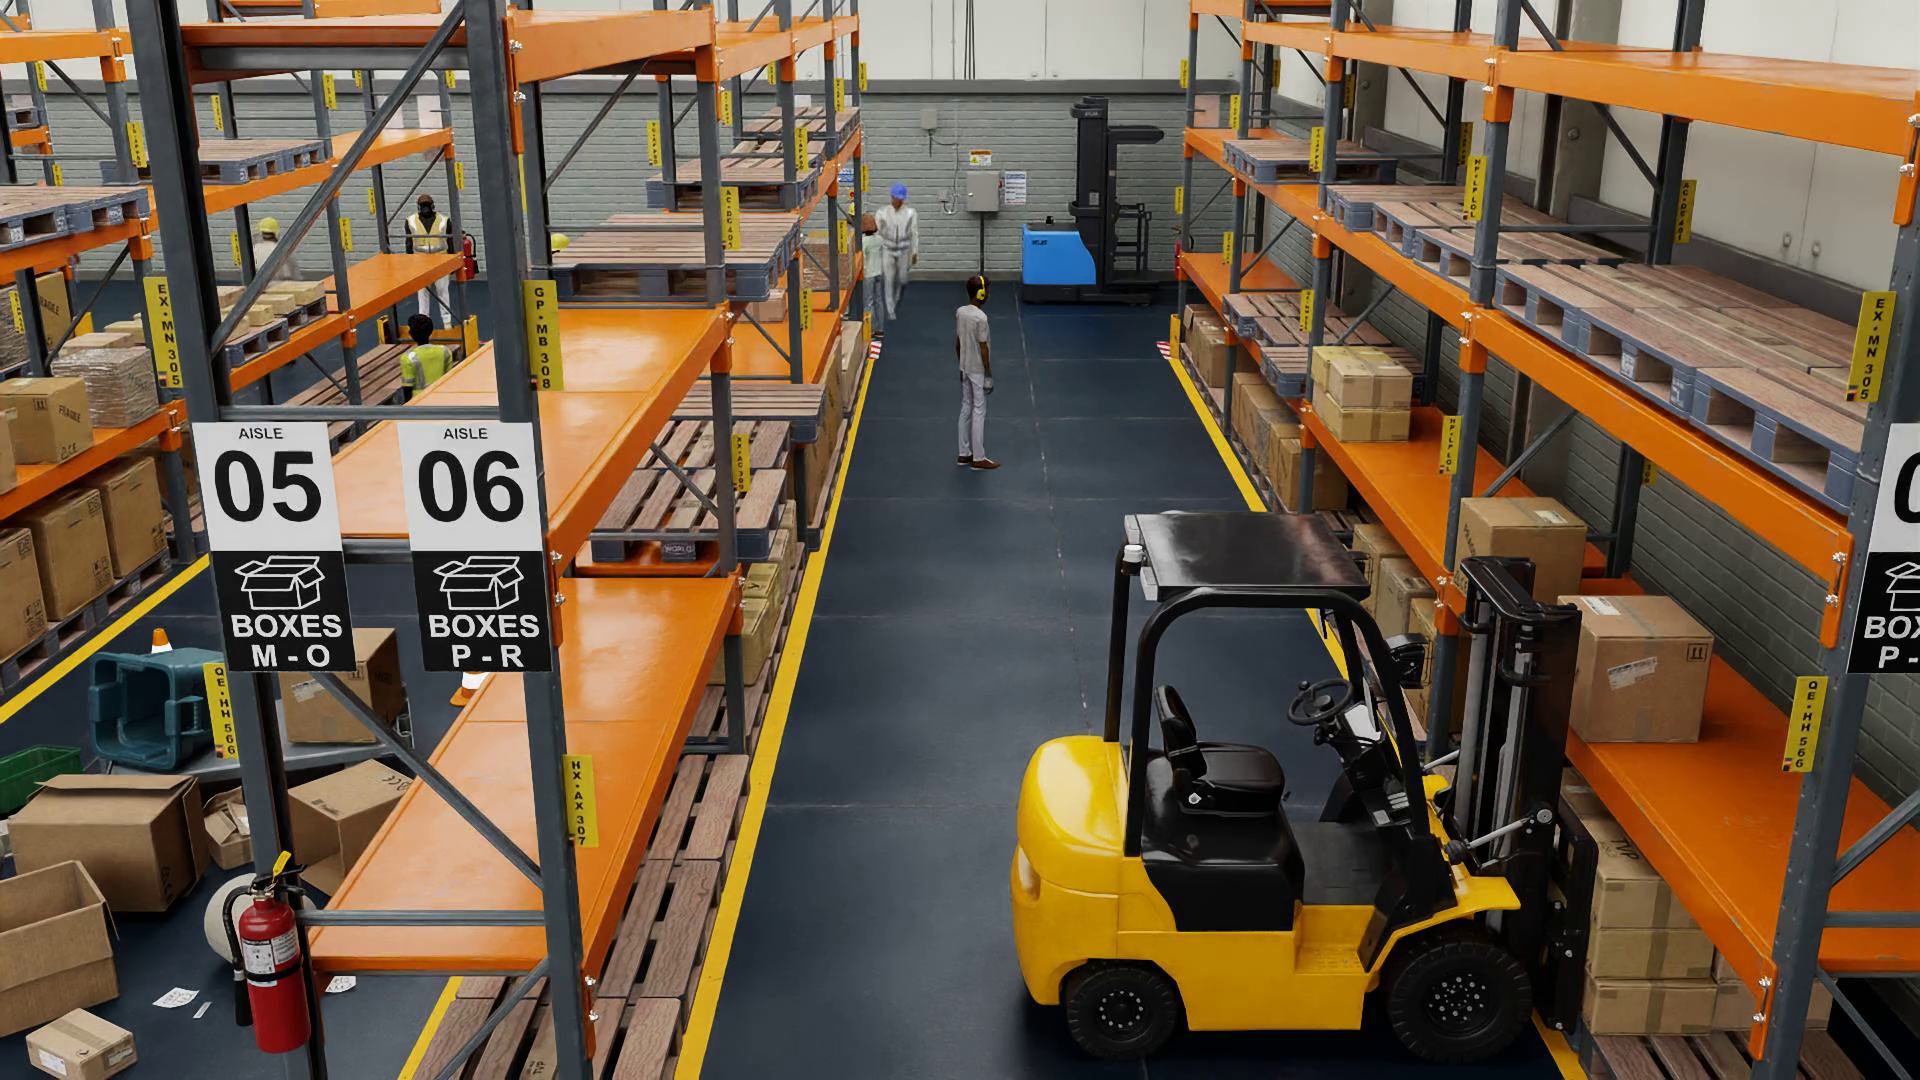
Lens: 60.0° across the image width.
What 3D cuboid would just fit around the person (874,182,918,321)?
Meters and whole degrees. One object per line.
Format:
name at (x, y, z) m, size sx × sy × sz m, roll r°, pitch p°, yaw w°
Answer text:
person at (-0.904, -4.038, 23.211) m, size 0.639 × 1.917 × 0.606 m, roll -3°, pitch 19°, yaw -8°

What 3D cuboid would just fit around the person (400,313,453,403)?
person at (-4.767, -1.194, 14.969) m, size 0.319 × 1.692 × 0.536 m, roll 13°, pitch 22°, yaw 35°

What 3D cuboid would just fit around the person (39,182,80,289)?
person at (-12.437, -3.939, 22.846) m, size 0.694 × 1.967 × 0.640 m, roll 12°, pitch 22°, yaw 33°

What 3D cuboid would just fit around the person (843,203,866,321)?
person at (-1.389, -3.670, 22.385) m, size 0.485 × 1.736 × 0.320 m, roll -4°, pitch 19°, yaw -12°

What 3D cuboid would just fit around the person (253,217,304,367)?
person at (-8.298, -3.020, 20.292) m, size 0.605 × 1.813 × 0.483 m, roll 2°, pitch 18°, yaw 6°

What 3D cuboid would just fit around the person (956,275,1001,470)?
person at (0.155, -1.606, 15.942) m, size 0.328 × 1.865 × 0.517 m, roll -12°, pitch 22°, yaw -31°

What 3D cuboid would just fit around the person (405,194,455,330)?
person at (-7.104, -3.720, 22.369) m, size 0.624 × 1.845 × 0.430 m, roll -5°, pitch 19°, yaw -15°

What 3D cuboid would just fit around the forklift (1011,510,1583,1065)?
forklift at (1.387, 1.055, 7.378) m, size 2.313 × 2.155 × 1.214 m, roll 0°, pitch 18°, yaw 0°

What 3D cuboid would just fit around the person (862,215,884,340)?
person at (-1.189, -3.456, 21.893) m, size 0.283 × 1.634 × 0.498 m, roll 13°, pitch 22°, yaw 33°

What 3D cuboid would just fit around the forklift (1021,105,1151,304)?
forklift at (1.857, -4.944, 24.441) m, size 1.873 × 2.768 × 1.129 m, roll 0°, pitch 18°, yaw 0°
